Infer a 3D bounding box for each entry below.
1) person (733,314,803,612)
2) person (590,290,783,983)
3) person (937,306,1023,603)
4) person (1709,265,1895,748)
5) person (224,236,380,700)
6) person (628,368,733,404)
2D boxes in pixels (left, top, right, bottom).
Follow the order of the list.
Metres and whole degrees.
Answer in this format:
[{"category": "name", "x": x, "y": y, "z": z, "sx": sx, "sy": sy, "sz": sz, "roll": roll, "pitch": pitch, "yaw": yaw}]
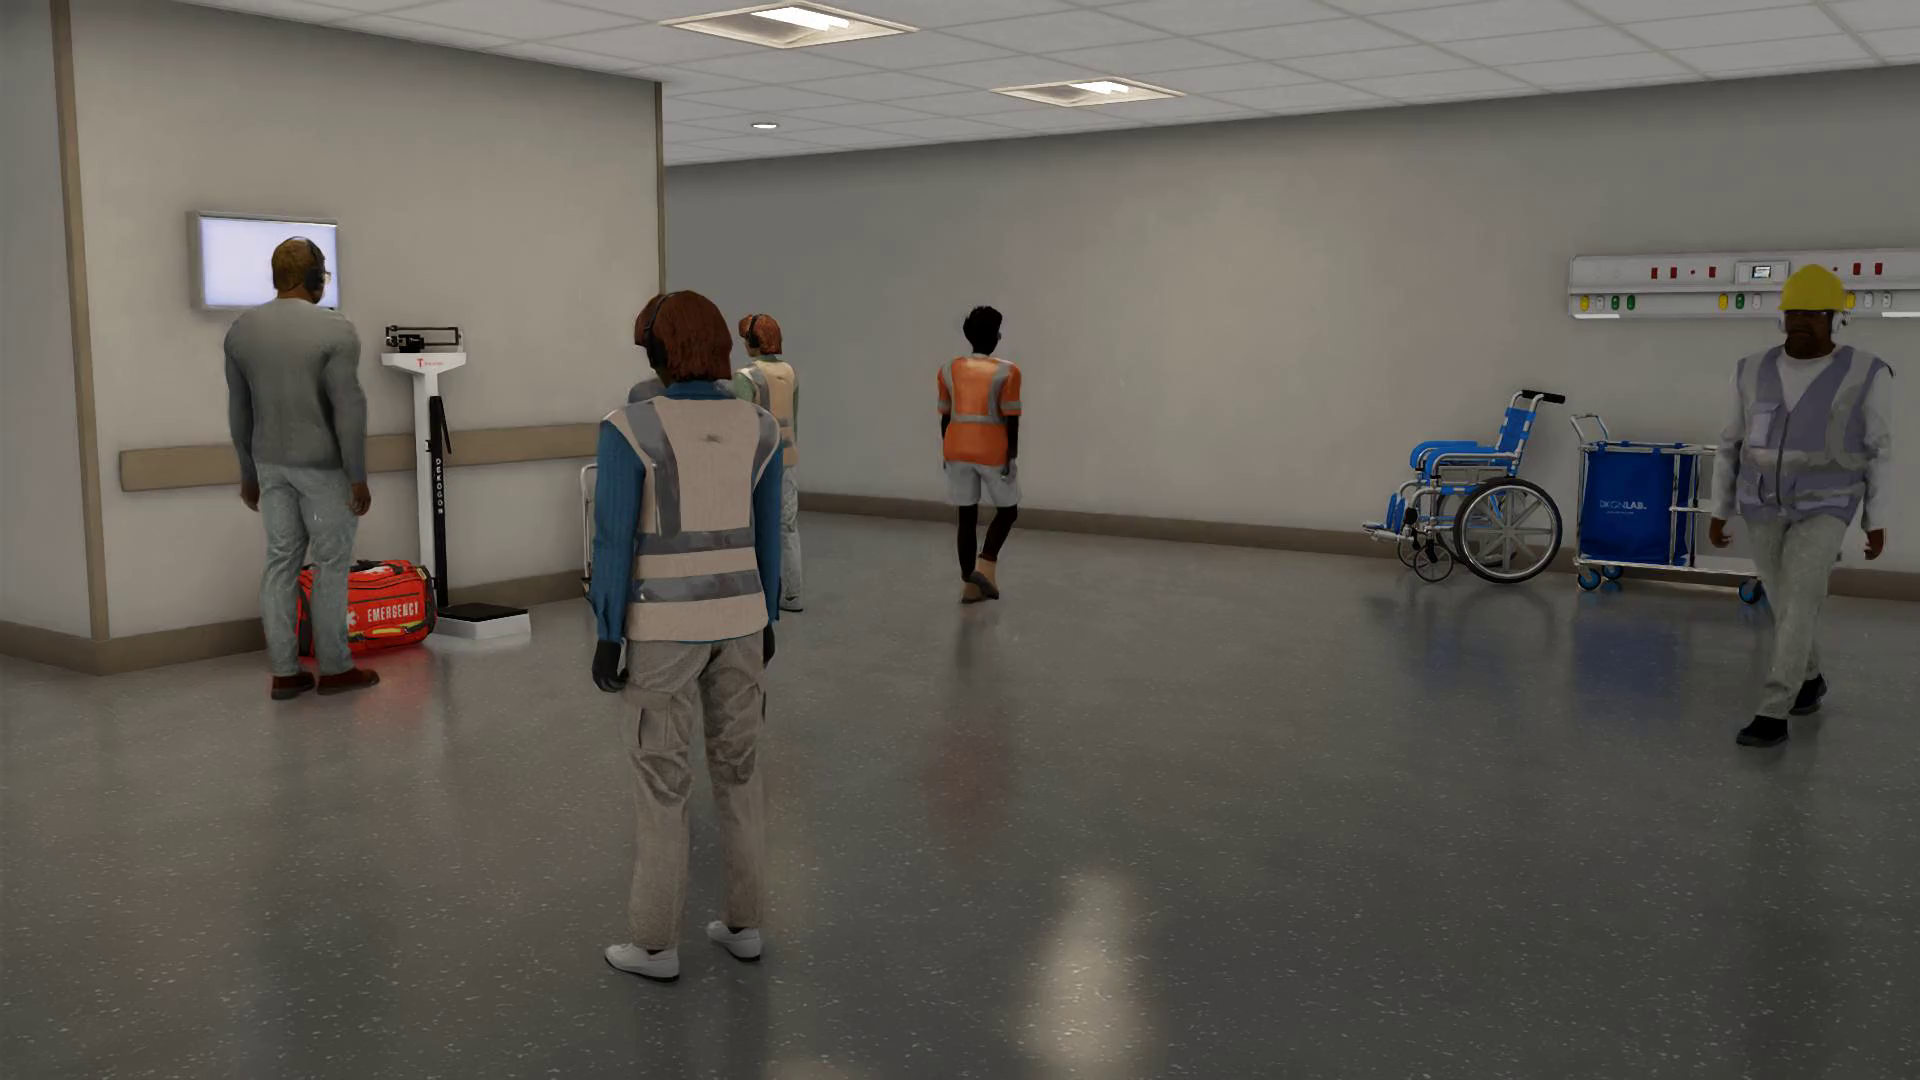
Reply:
[{"category": "person", "x": -1.039, "y": -0.393, "z": 8.954, "sx": 0.313, "sy": 1.632, "sz": 0.518, "roll": 4, "pitch": 8, "yaw": 31}, {"category": "person", "x": -0.635, "y": 0.226, "z": 3.971, "sx": 0.522, "sy": 1.631, "sz": 0.321, "roll": -7, "pitch": 10, "yaw": -42}, {"category": "person", "x": 0.109, "y": -0.467, "z": 9.337, "sx": 0.536, "sy": 1.685, "sz": 0.382, "roll": 3, "pitch": 8, "yaw": 24}, {"category": "person", "x": 3.222, "y": -0.151, "z": 6.386, "sx": 0.947, "sy": 1.789, "sz": 0.602, "roll": -6, "pitch": 9, "yaw": -42}, {"category": "person", "x": -2.747, "y": -0.298, "z": 6.983, "sx": 0.652, "sy": 1.937, "sz": 0.398, "roll": 2, "pitch": 7, "yaw": 15}, {"category": "person", "x": -1.268, "y": -0.205, "z": 7.611, "sx": 0.510, "sy": 1.572, "sz": 0.869, "roll": 0, "pitch": 7, "yaw": -4}]
